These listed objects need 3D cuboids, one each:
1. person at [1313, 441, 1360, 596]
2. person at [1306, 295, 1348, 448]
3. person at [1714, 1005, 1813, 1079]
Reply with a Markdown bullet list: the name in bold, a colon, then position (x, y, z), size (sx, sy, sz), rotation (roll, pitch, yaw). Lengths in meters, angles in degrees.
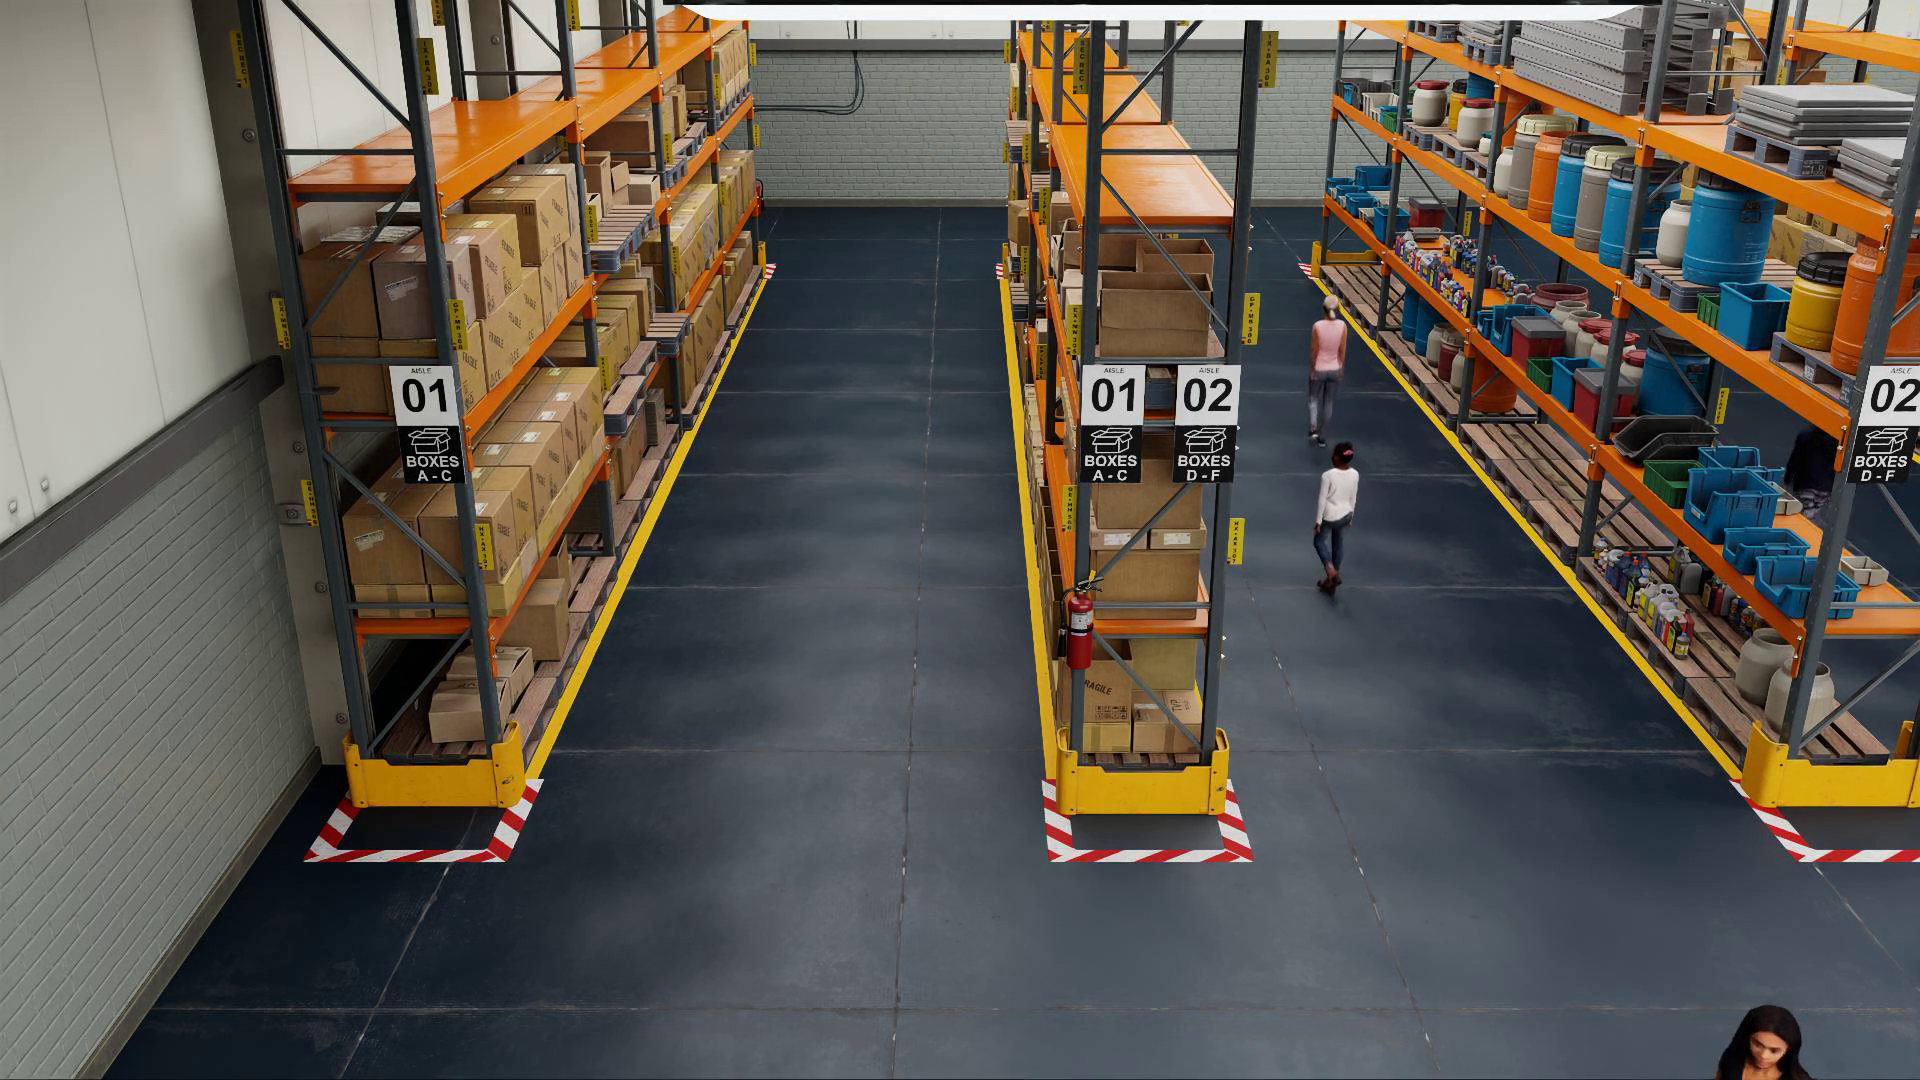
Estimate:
- **person**: position (3.355, -0.175, 14.710), size (0.643, 1.446, 0.700), rotation (-8, 23, -18)
- **person**: position (4.073, -1.853, 18.459), size (0.593, 1.714, 0.630), rotation (3, 22, 7)
- **person**: position (3.478, 2.712, 7.288), size (0.789, 1.722, 0.726), rotation (-19, 29, -39)
